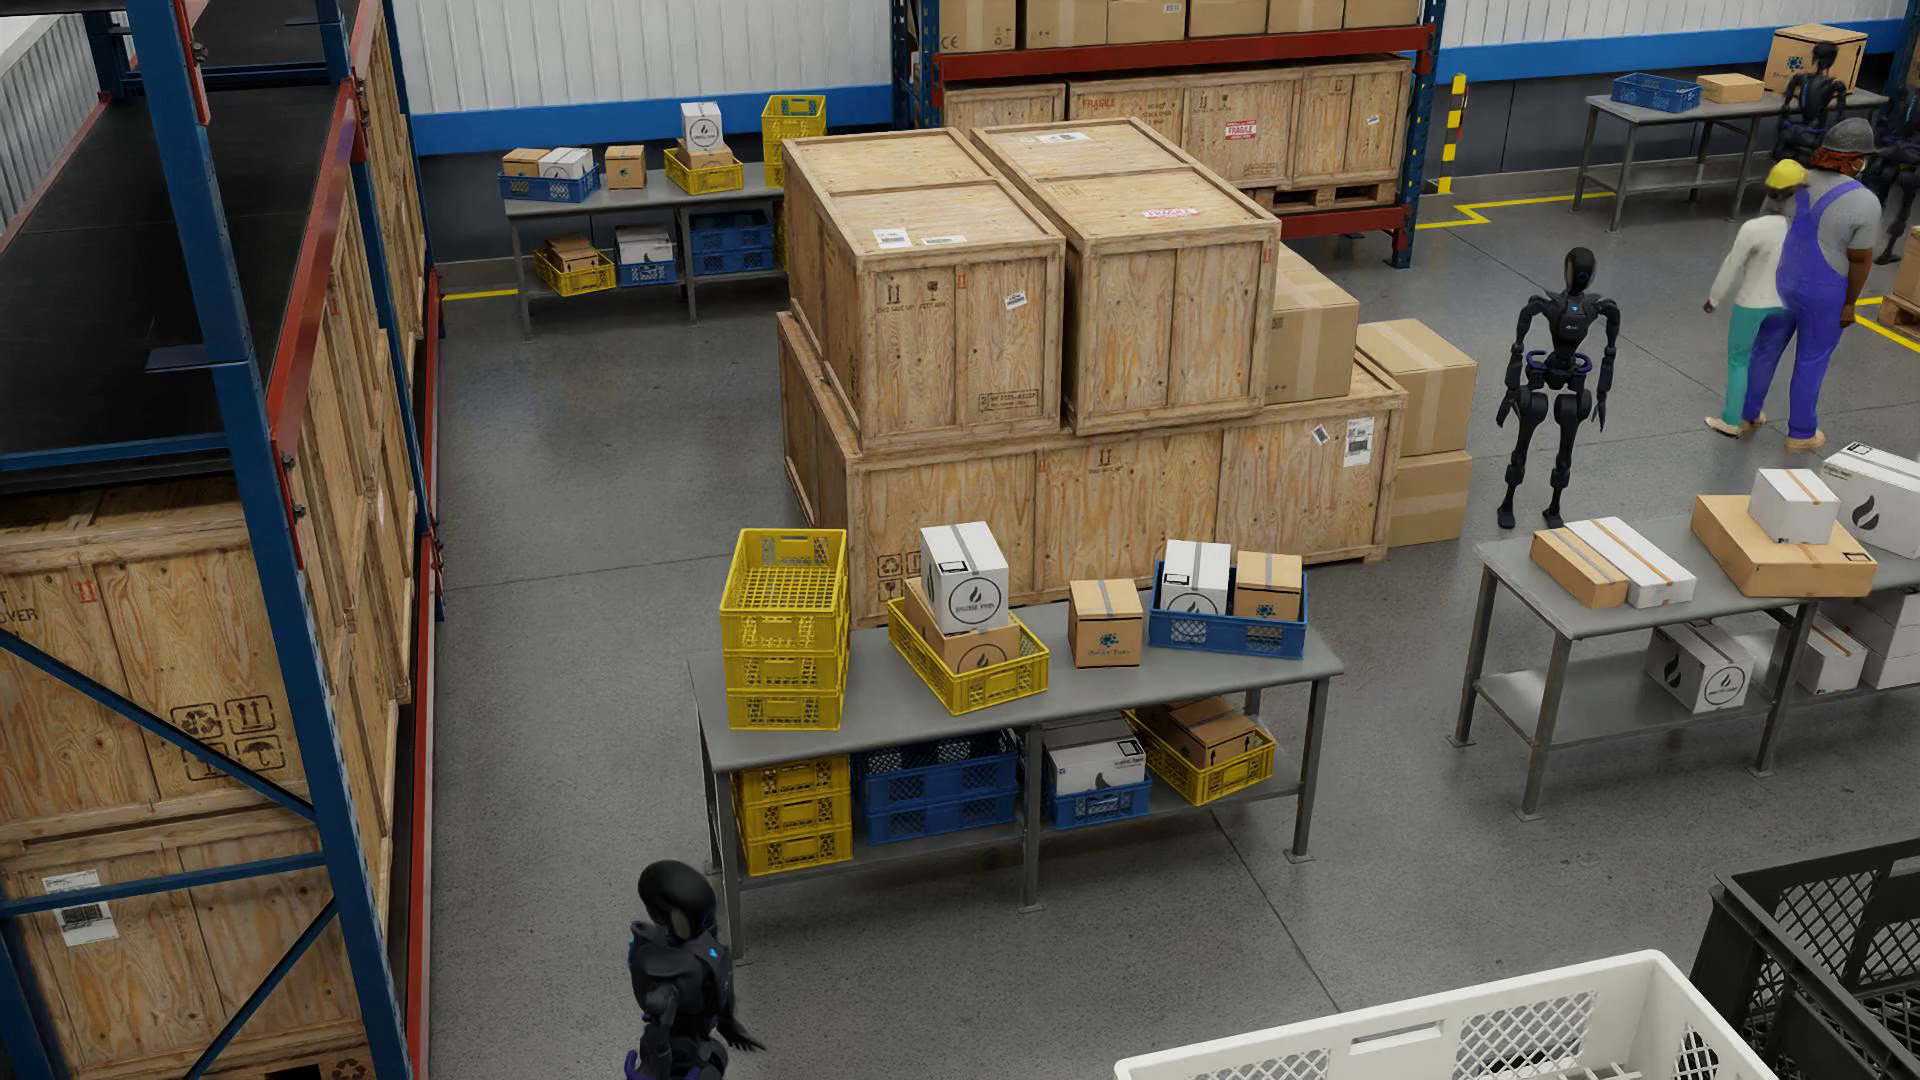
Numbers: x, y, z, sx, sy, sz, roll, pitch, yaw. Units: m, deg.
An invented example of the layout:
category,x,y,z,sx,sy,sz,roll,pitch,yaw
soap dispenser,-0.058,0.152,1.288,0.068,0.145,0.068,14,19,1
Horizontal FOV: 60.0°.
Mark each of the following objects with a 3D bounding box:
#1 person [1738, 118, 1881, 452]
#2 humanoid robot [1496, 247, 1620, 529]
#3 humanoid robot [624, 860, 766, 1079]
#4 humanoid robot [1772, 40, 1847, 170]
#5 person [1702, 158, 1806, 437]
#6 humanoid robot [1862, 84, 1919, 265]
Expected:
category,x,y,z,sx,sy,sz,roll,pitch,yaw
person,5.177,-1.556,10.107,0.537,2.000,0.680,-19,34,-31
humanoid robot,3.268,-0.817,9.135,0.579,1.652,0.308,4,29,8
humanoid robot,-0.770,1.566,4.812,0.325,1.649,0.602,3,29,6
humanoid robot,6.824,-3.184,13.455,0.372,1.676,0.592,-13,31,-23
person,4.911,-1.489,10.277,0.551,1.756,0.429,-6,29,-10
humanoid robot,7.396,-2.982,13.069,0.382,1.642,0.611,-18,34,-30
